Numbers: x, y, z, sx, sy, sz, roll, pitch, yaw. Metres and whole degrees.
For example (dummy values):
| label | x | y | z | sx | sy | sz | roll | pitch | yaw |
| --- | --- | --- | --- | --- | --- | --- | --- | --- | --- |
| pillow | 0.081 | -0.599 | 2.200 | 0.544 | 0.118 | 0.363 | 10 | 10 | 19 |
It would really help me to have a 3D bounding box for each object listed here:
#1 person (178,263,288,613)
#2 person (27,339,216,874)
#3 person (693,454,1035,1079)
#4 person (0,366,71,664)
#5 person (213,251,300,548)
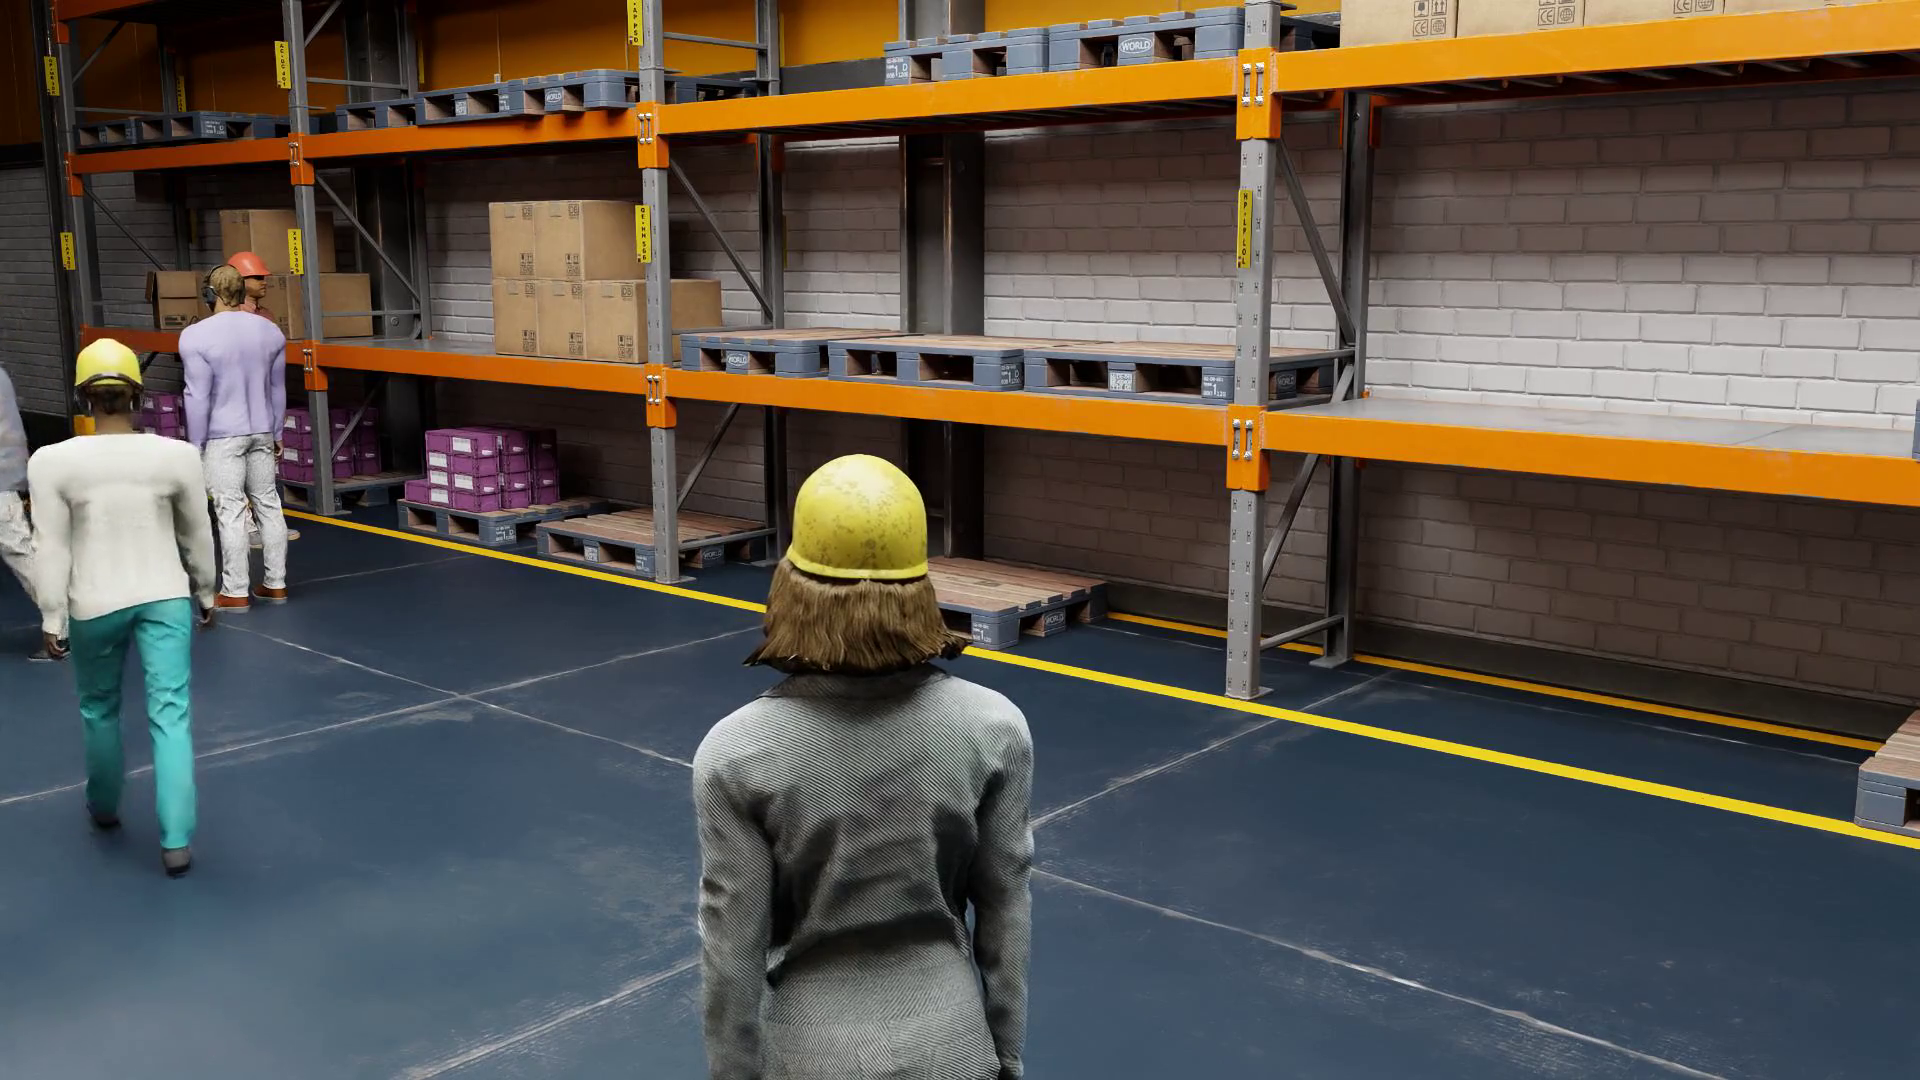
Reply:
| label | x | y | z | sx | sy | sz | roll | pitch | yaw |
| --- | --- | --- | --- | --- | --- | --- | --- | --- | --- |
| person | -4.036 | -0.563 | 9.276 | 0.372 | 1.940 | 0.631 | 6 | 11 | 30 |
| person | -2.772 | 0.200 | 5.550 | 0.552 | 1.719 | 0.888 | -6 | 12 | -32 |
| person | -0.134 | 0.746 | 2.376 | 0.484 | 1.745 | 0.296 | -3 | 10 | -18 |
| person | -4.757 | -0.260 | 8.060 | 0.958 | 1.767 | 0.651 | -3 | 10 | -15 |
| person | -4.804 | -0.951 | 11.317 | 0.373 | 1.997 | 0.615 | 2 | 10 | 9 |
